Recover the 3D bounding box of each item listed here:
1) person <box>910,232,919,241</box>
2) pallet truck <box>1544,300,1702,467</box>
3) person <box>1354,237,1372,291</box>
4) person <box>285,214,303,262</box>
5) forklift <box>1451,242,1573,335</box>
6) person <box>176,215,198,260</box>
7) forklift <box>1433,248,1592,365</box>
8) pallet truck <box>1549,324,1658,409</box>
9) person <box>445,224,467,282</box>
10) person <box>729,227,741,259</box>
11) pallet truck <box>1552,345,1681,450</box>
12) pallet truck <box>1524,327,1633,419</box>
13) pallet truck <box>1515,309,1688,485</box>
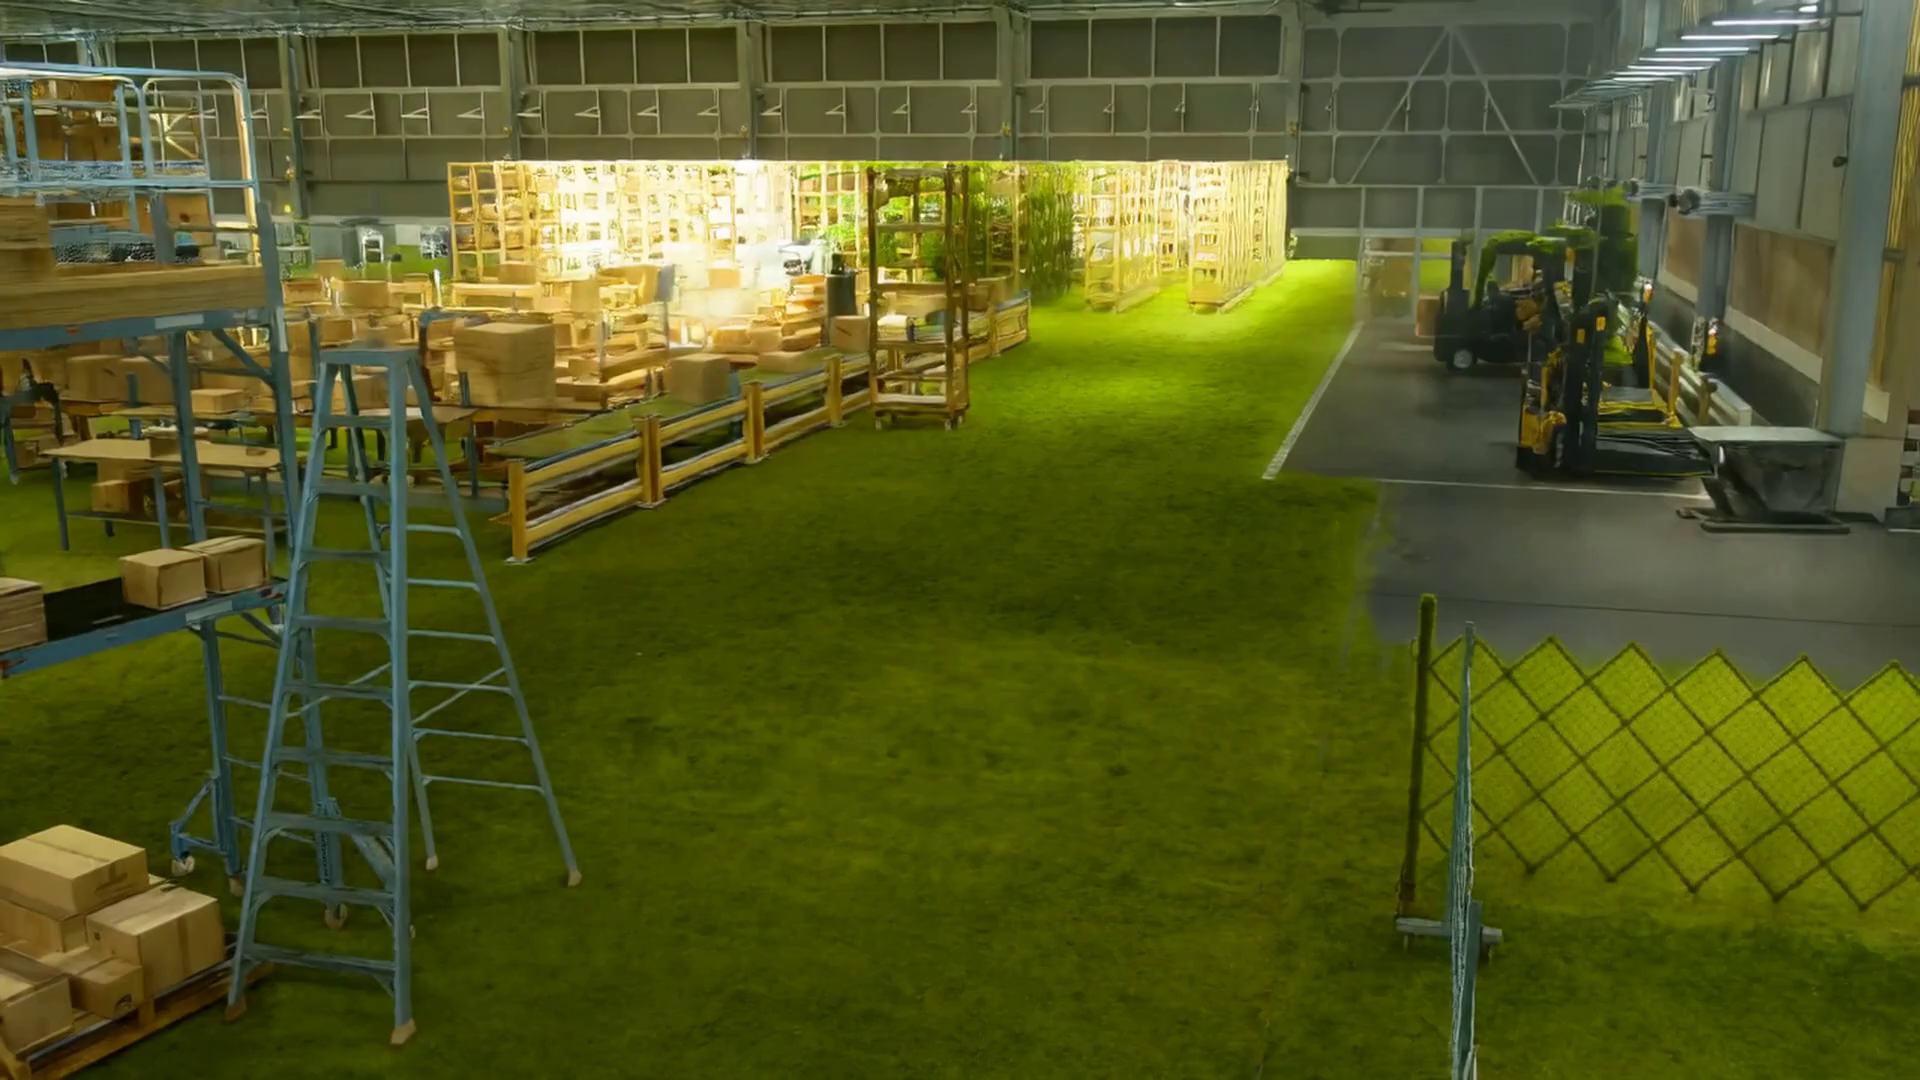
[{"bbox_3d":[-1.147,-8.324,48.574,0.871,1.812,0.571,6,14,23],"label":"person"},{"bbox_3d":[8.263,-1.952,20.631,1.885,1.965,0.823,5,14,20],"label":"pallet truck"},{"bbox_3d":[9.805,-6.452,40.461,0.404,1.824,0.586,10,16,37],"label":"person"},{"bbox_3d":[-23.730,-10.739,59.200,0.665,1.725,0.492,12,18,42],"label":"person"},{"bbox_3d":[10.464,-4.597,31.405,2.680,1.987,1.157,4,14,16],"label":"forklift"},{"bbox_3d":[-24.584,-9.371,52.880,0.621,1.916,0.915,-3,13,-13],"label":"person"},{"bbox_3d":[9.780,-4.111,29.280,2.680,1.987,1.157,3,13,14],"label":"forklift"},{"bbox_3d":[9.824,-2.669,25.407,1.601,1.201,0.680,4,14,16],"label":"pallet truck"},{"bbox_3d":[-14.886,-8.537,49.374,0.654,1.859,0.990,1,13,6],"label":"person"},{"bbox_3d":[-7.106,-9.204,51.963,0.375,1.995,0.609,12,18,42],"label":"person"},{"bbox_3d":[8.641,-1.896,21.908,1.630,1.274,0.653,4,14,16],"label":"pallet truck"},{"bbox_3d":[9.065,-2.460,24.370,1.522,1.261,0.704,3,13,14],"label":"pallet truck"},{"bbox_3d":[7.554,-1.677,19.446,1.885,1.965,0.823,3,13,14],"label":"pallet truck"}]
